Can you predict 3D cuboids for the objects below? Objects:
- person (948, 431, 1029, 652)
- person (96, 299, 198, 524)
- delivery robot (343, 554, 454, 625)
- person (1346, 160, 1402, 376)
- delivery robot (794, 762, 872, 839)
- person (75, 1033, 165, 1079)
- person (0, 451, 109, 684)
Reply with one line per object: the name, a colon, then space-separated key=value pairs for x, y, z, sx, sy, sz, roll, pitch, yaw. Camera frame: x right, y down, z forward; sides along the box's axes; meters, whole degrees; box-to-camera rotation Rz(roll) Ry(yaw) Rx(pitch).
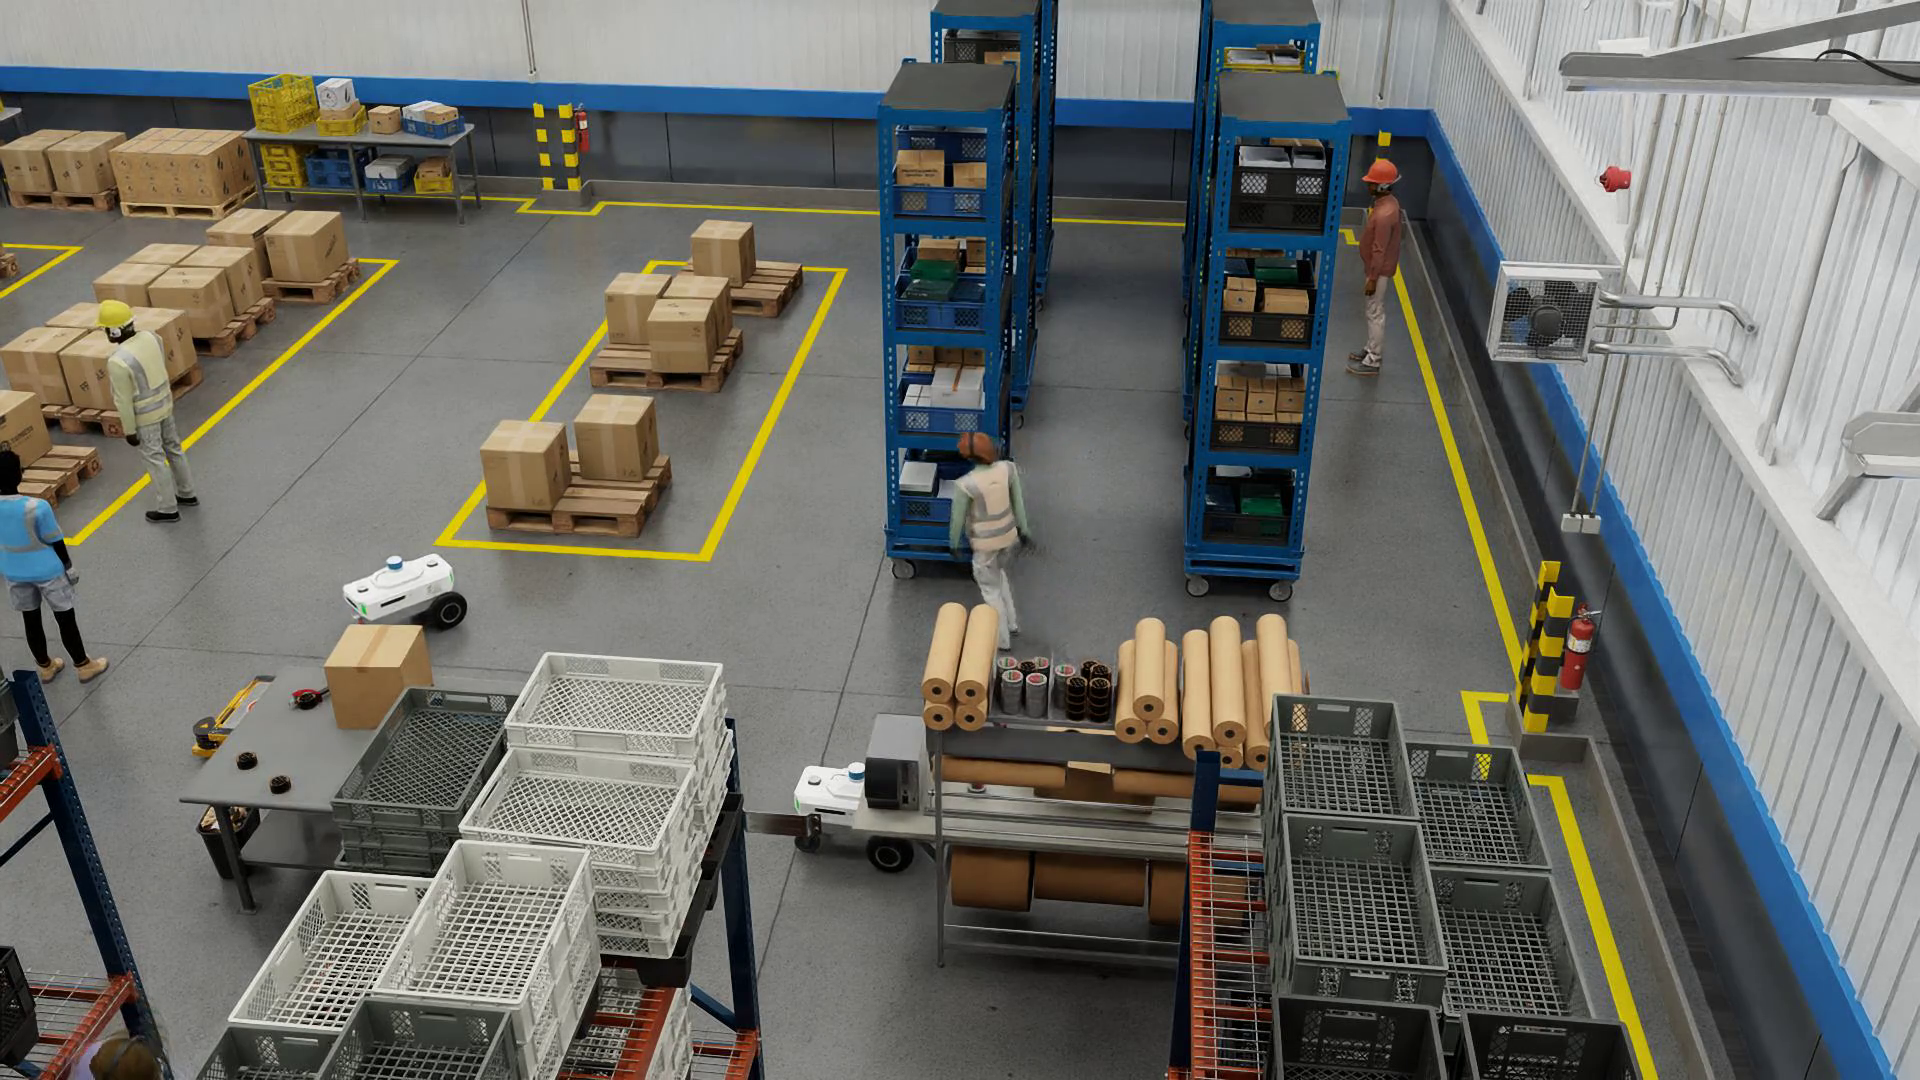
person: x=0.205 y=0.016 z=11.290 sx=0.531 sy=1.606 sz=0.487 roll=-23 pitch=37 yaw=-34
person: x=-6.280 y=-0.997 z=12.829 sx=0.403 sy=1.823 sz=0.584 roll=4 pitch=30 yaw=7
delivery robot: x=-3.936 y=0.347 z=11.681 sx=0.707 sy=0.478 sz=0.477 roll=-24 pitch=38 yaw=-35
person: x=3.801 y=-2.504 z=15.262 sx=0.409 sy=1.986 sz=0.618 roll=7 pitch=31 yaw=12
delivery robot: x=-0.595 y=1.514 z=9.675 sx=0.707 sy=0.478 sz=0.477 roll=6 pitch=31 yaw=10
person: x=-3.190 y=2.623 z=6.553 sx=0.379 sy=1.898 sz=0.703 roll=-25 pitch=38 yaw=-36
person: x=-6.059 y=0.192 z=10.906 sx=0.531 sy=1.698 sz=0.320 roll=1 pitch=30 yaw=3
